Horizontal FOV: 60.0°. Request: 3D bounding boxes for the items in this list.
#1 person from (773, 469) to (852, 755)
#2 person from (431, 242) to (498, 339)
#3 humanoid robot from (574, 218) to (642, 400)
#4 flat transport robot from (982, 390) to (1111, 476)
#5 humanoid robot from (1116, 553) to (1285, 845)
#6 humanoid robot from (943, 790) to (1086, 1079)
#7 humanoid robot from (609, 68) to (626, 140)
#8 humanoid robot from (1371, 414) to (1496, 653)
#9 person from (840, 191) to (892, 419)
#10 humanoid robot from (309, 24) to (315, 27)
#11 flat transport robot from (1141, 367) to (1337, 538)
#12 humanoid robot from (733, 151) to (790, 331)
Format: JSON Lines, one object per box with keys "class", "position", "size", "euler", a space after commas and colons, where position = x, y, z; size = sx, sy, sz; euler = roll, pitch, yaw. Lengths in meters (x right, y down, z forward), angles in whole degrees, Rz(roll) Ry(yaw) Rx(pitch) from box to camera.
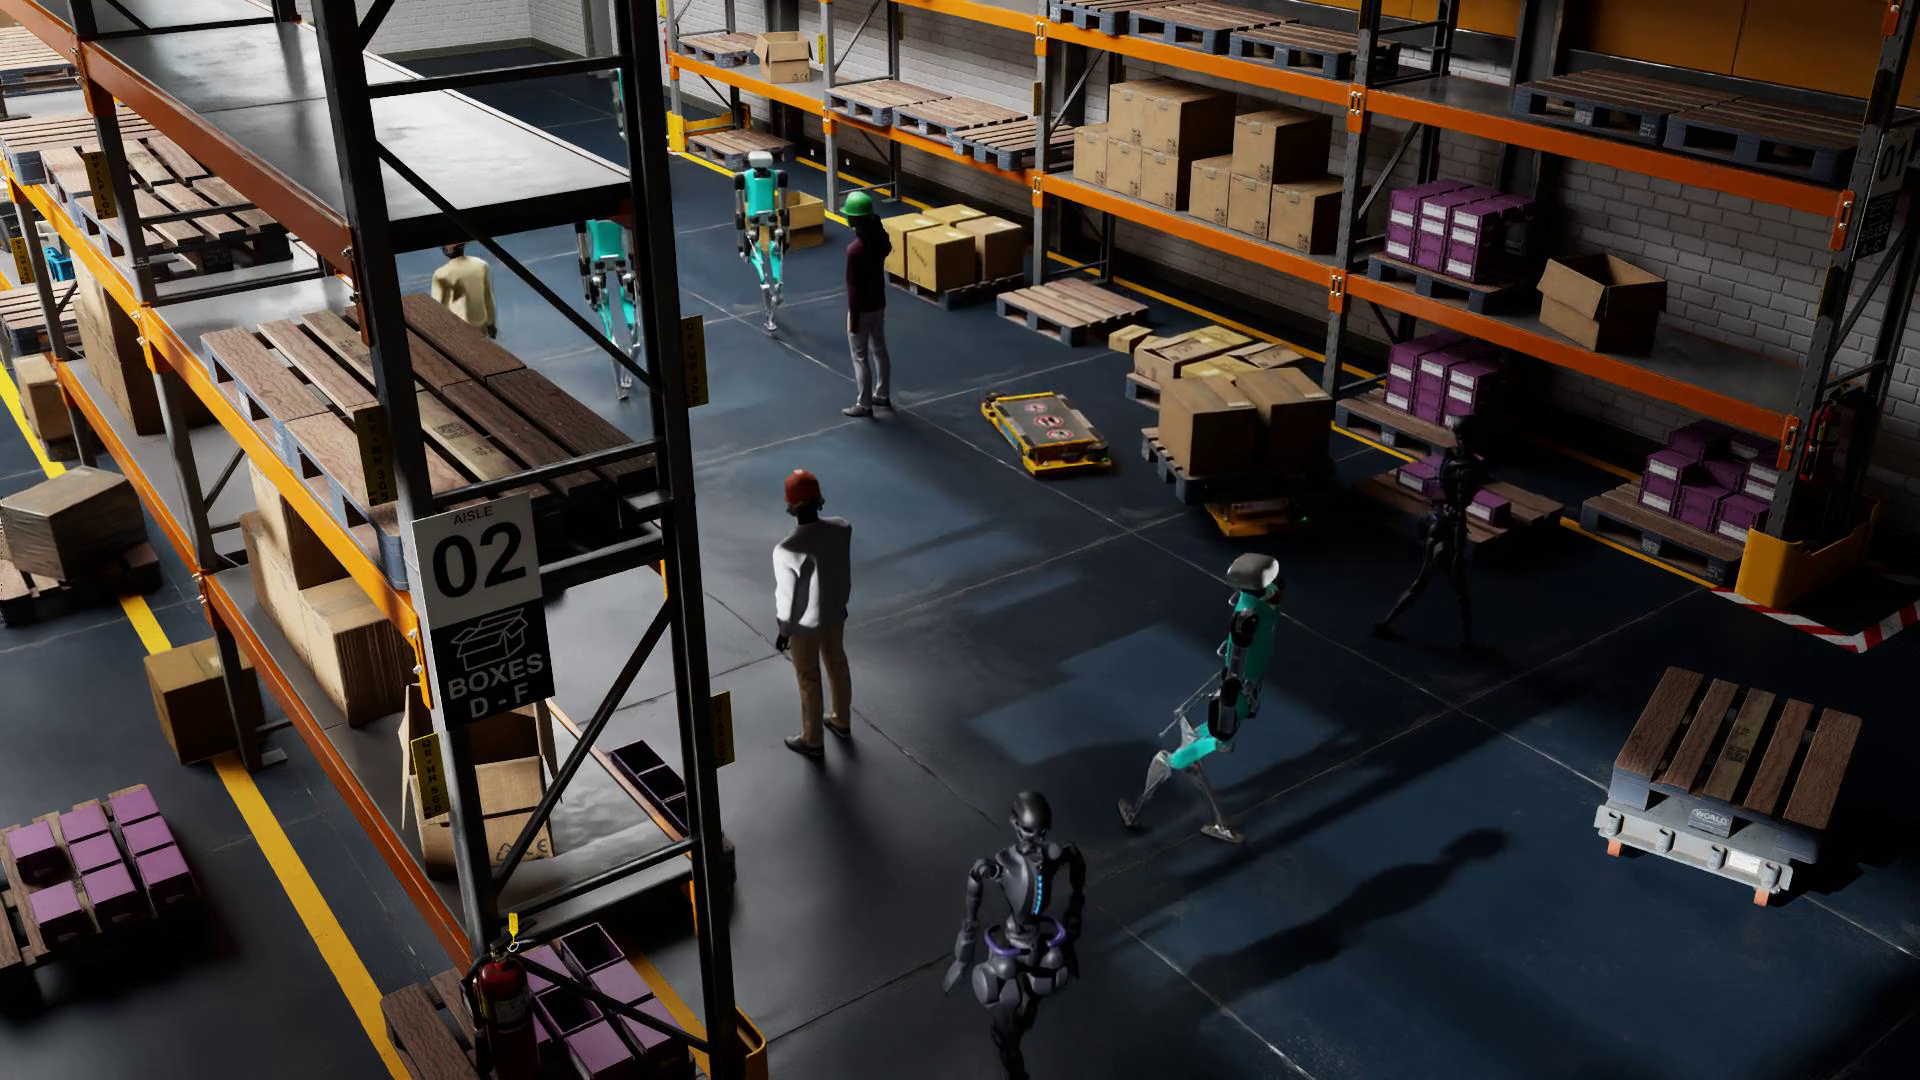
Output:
{"class": "person", "position": [-0.853, 0.414, 9.512], "size": [0.337, 1.748, 0.561], "euler": [21, 34, 36]}
{"class": "person", "position": [-4.207, -1.826, 14.017], "size": [0.916, 1.700, 0.576], "euler": [12, 29, 23]}
{"class": "humanoid robot", "position": [-3.026, -2.054, 14.563], "size": [0.544, 1.889, 0.782], "euler": [-6, 27, -12]}
{"class": "flat transport robot", "position": [0.699, -0.917, 13.810], "size": [0.659, 0.231, 1.431], "euler": [-8, 28, -15]}
{"class": "humanoid robot", "position": [1.208, 0.849, 8.731], "size": [0.880, 1.833, 0.551], "euler": [13, 29, 24]}
{"class": "humanoid robot", "position": [0.237, 1.757, 6.986], "size": [0.600, 1.635, 0.796], "euler": [-10, 28, -18]}
{"class": "humanoid robot", "position": [-3.879, -5.106, 20.361], "size": [0.533, 1.677, 0.735], "euler": [-18, 32, -32]}
{"class": "humanoid robot", "position": [3.086, -0.047, 10.586], "size": [0.785, 1.640, 0.599], "euler": [4, 27, 8]}
{"class": "person", "position": [-0.790, -1.980, 14.064], "size": [0.431, 1.944, 0.494], "euler": [16, 31, 29]}
{"class": "humanoid robot", "position": [-8.911, -6.325, 23.053], "size": [0.788, 1.620, 0.606], "euler": [-22, 34, -36]}
{"class": "flat transport robot", "position": [2.119, -0.427, 12.837], "size": [0.659, 0.231, 1.431], "euler": [-6, 27, -12]}
{"class": "humanoid robot", "position": [-1.837, -2.804, 15.909], "size": [0.549, 1.742, 0.977], "euler": [-9, 28, -18]}
